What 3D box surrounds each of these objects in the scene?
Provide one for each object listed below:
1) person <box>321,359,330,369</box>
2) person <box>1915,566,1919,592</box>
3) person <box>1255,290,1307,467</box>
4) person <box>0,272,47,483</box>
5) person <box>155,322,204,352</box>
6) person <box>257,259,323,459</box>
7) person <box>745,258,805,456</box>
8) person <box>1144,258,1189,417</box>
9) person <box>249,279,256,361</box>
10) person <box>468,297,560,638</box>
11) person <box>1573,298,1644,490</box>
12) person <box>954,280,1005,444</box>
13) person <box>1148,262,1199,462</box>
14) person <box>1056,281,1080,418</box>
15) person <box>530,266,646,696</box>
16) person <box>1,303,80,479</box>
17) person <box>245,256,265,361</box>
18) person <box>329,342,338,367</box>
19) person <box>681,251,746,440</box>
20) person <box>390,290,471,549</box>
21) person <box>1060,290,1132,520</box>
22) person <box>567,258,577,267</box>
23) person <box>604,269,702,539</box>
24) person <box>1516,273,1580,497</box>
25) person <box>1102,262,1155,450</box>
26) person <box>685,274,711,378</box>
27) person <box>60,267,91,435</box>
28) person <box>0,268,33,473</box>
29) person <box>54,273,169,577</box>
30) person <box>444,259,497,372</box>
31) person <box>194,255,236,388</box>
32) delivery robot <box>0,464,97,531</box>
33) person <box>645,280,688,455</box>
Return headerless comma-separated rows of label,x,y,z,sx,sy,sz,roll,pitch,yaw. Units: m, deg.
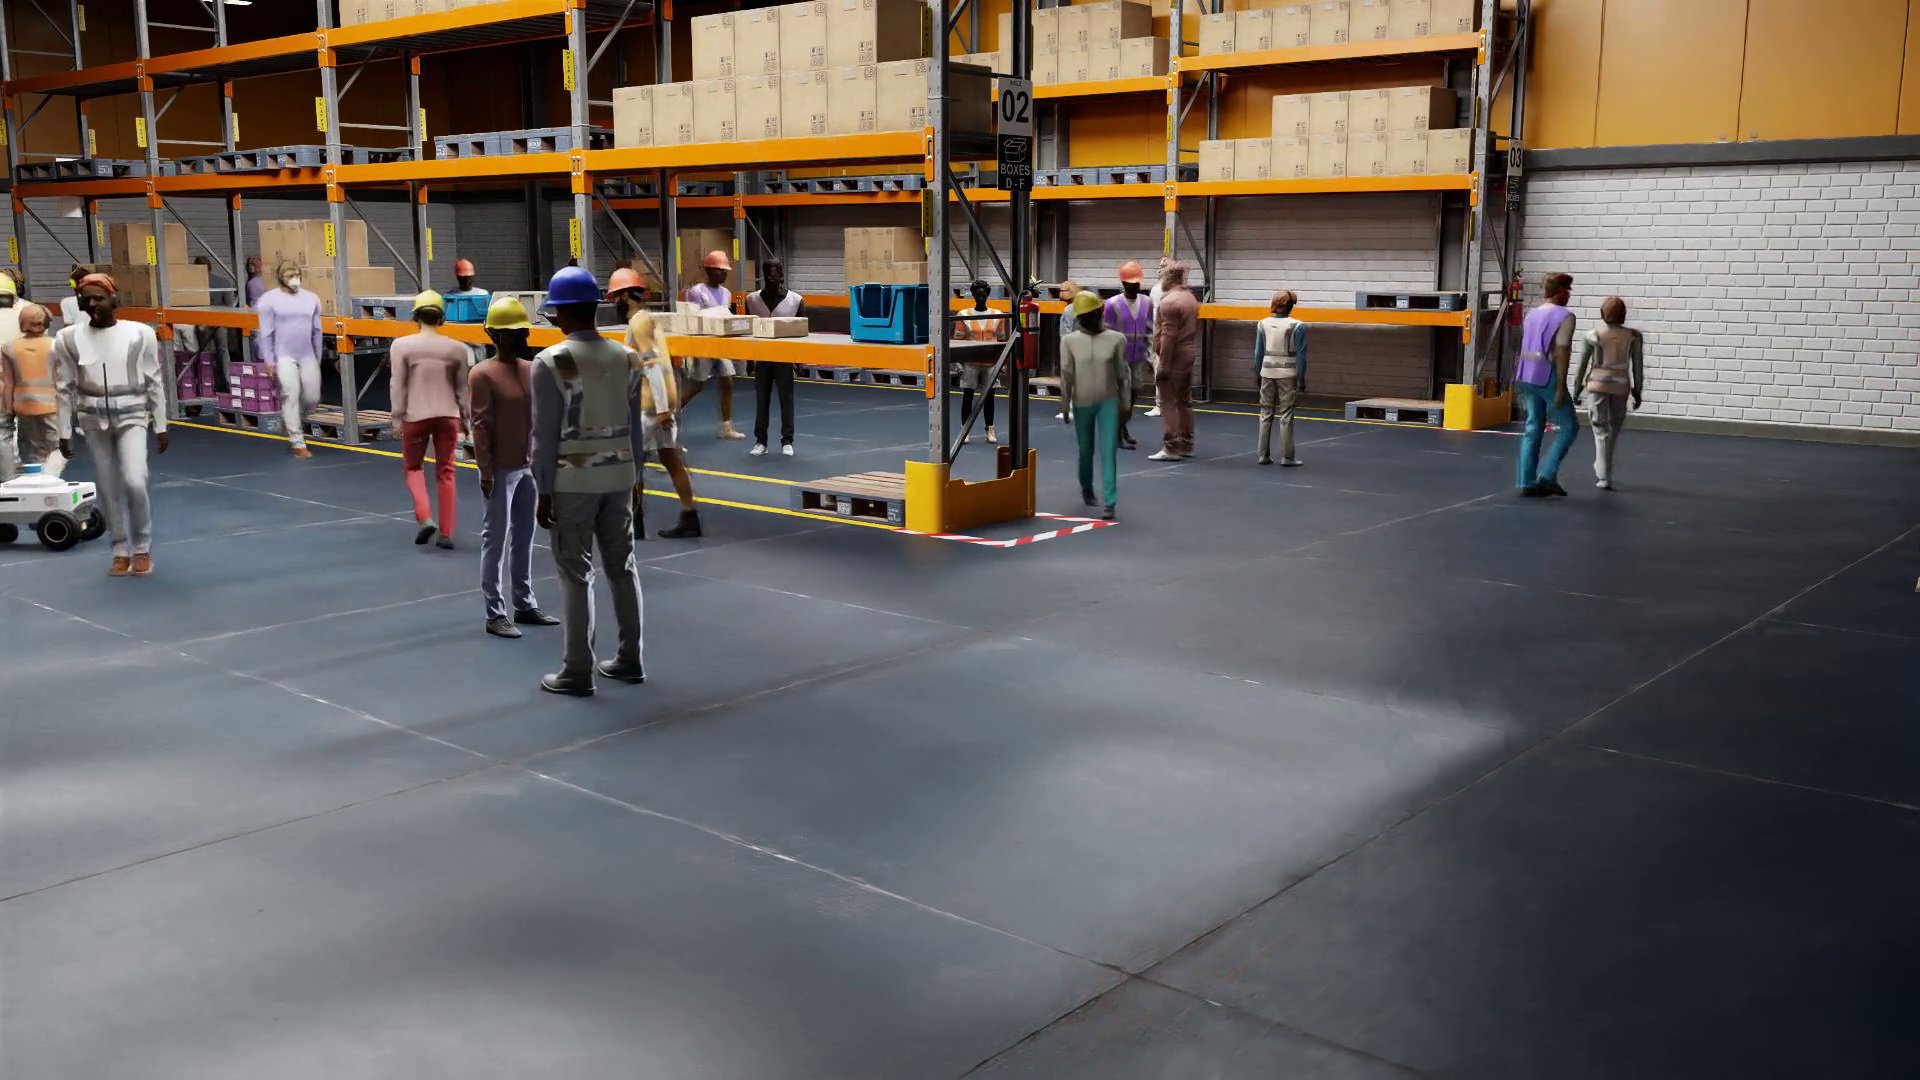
person,-10.791,-3.777,27.888,0.404,1.828,0.592,-4,11,-23
person,5.763,-0.493,9.565,0.322,1.697,0.530,1,10,4
person,2.980,-1.502,15.479,0.523,1.638,0.310,9,13,41
person,-7.670,-1.237,13.442,0.603,1.834,0.403,-8,13,-39
person,-10.810,-2.947,23.047,0.619,1.871,0.439,-5,11,-28
person,-6.474,-1.753,16.108,0.582,1.919,0.634,9,13,42
person,-1.808,-1.780,16.261,0.589,1.920,0.399,1,10,6
person,2.468,-2.439,20.051,0.407,1.906,0.655,10,14,44
person,-10.753,-3.250,25.500,0.456,1.610,0.566,9,13,42
person,-2.342,-0.381,8.735,0.314,1.768,0.527,4,11,24
person,5.493,-1.256,14.166,0.541,1.591,0.831,1,10,5
person,0.209,-1.831,17.186,0.539,1.695,0.318,-2,10,-9
person,2.046,-1.700,15.944,0.423,1.889,0.693,6,12,31
person,1.304,-2.267,19.849,0.285,1.633,0.497,2,10,14
person,-1.699,-0.269,7.606,0.411,1.938,0.605,8,13,39
person,-6.863,-0.949,12.401,0.542,1.619,0.602,-1,10,-8
person,-9.684,-2.955,22.992,0.403,1.906,0.651,1,10,4
person,-10.709,-3.856,28.408,0.593,1.795,0.810,9,13,42
person,-2.729,-2.060,17.665,0.920,2.008,0.639,8,12,37
person,-3.561,-0.808,11.228,0.544,1.735,0.490,-6,11,-29
person,1.034,-1.056,12.720,0.550,1.713,0.843,0,10,2
person,-5.899,-3.401,25.627,0.513,1.875,0.328,-4,11,-23
person,-2.184,-0.940,11.600,0.811,1.871,0.564,0,10,0
person,4.778,-1.245,13.482,0.515,1.818,0.585,-3,10,-18
person,1.661,-1.868,16.881,0.570,1.896,0.770,-4,11,-23
person,-4.079,-3.319,25.860,0.277,1.629,0.497,6,12,32
person,-9.288,-1.992,17.770,0.542,1.828,0.990,-9,13,-42
person,-8.438,-1.506,14.926,0.623,1.844,0.429,2,10,14
person,-5.187,-0.681,10.156,0.603,1.862,0.565,-3,10,-14
person,-5.784,-2.351,19.584,0.559,1.907,0.918,-6,12,-32
person,-10.745,-3.118,23.862,0.674,1.921,0.538,-6,11,-29
delivery robot,-6.278,-0.272,11.288,0.707,0.478,0.477,-1,10,-4
person,-2.907,-1.703,16.345,0.485,1.739,0.314,-9,14,-42
